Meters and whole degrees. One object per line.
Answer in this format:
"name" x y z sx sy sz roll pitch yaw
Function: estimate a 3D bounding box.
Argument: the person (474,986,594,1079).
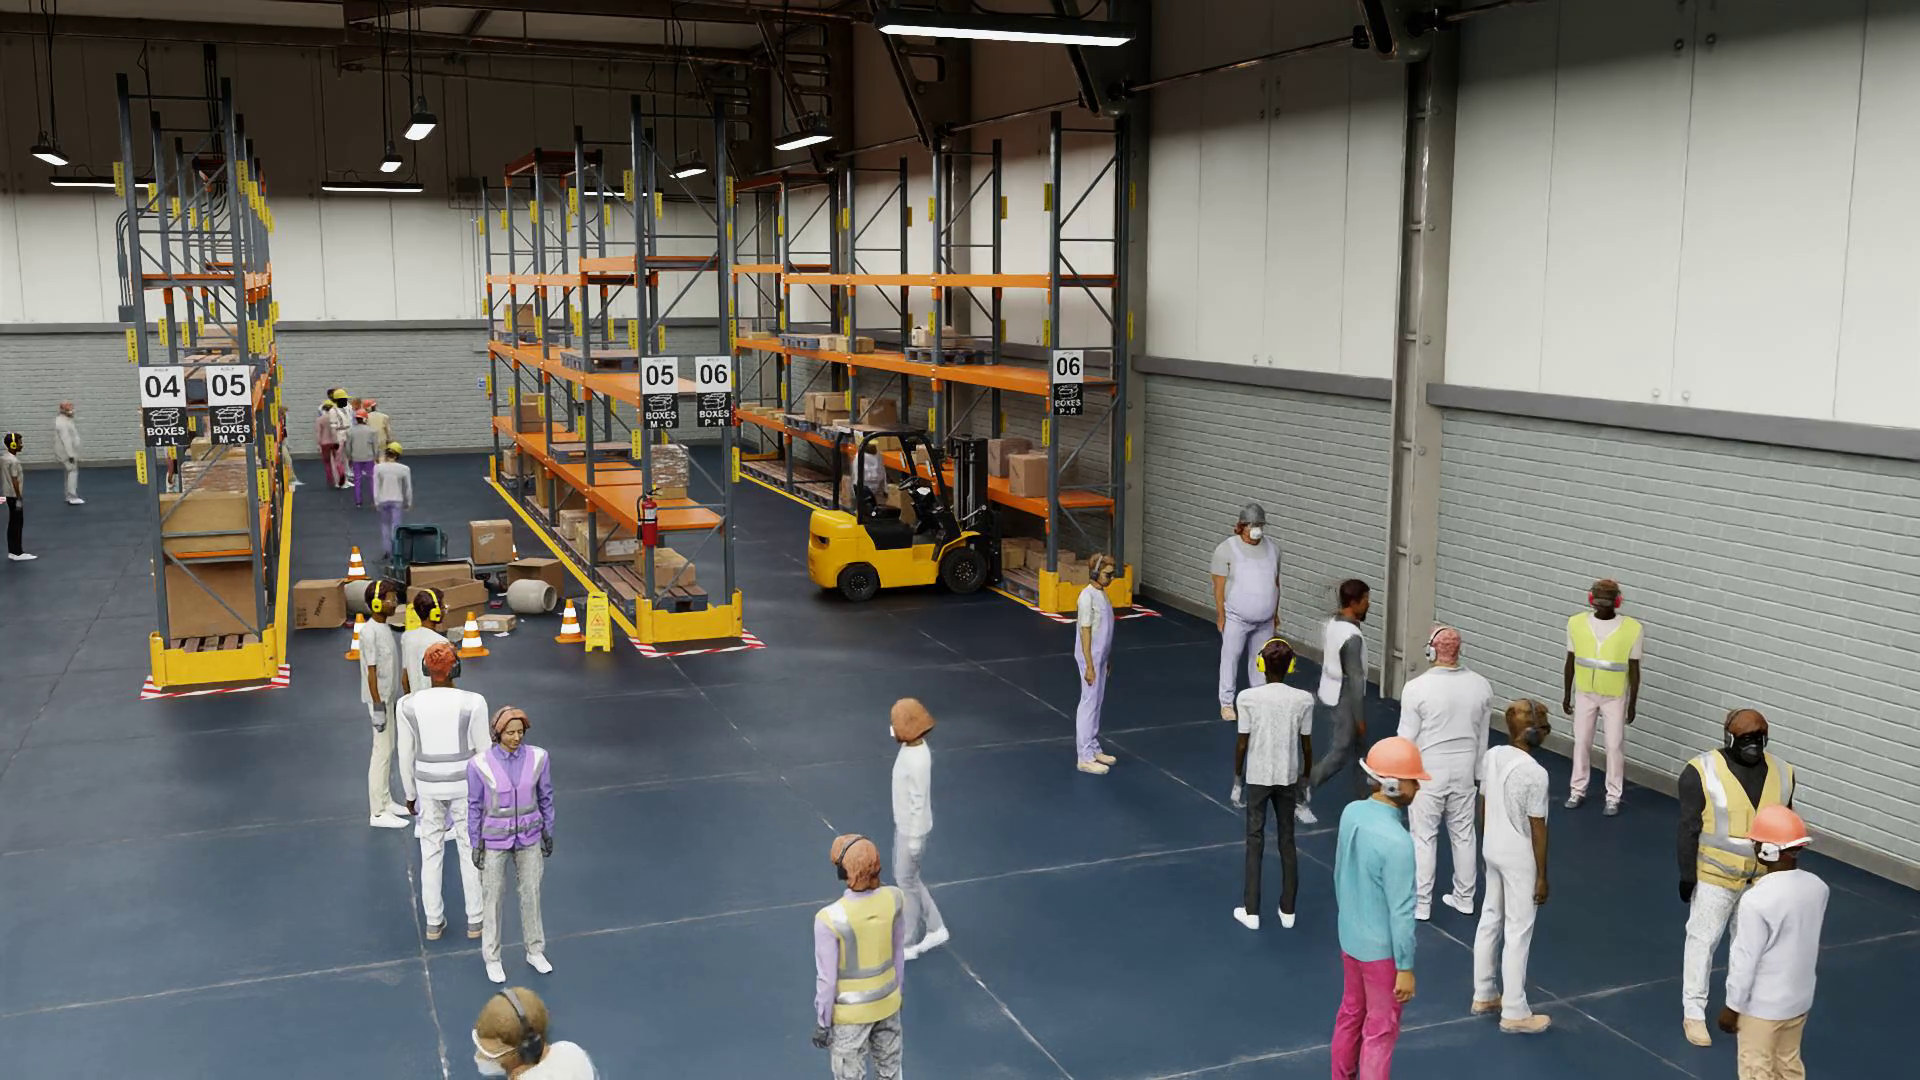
"person" -1.439 2.336 5.456 0.751 1.888 0.679 2 9 11

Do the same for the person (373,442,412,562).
"person" -8.225 -0.553 24.136 0.529 1.710 0.796 -2 9 -15

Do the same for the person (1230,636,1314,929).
"person" 1.974 1.538 10.542 0.504 1.864 0.321 -1 9 -4

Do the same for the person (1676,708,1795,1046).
"person" 4.167 1.801 8.937 0.632 1.843 0.429 0 9 -3

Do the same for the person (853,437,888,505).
"person" -1.336 -0.743 25.023 0.601 1.817 0.629 8 12 40

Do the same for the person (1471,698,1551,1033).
"person" 3.042 1.770 9.126 0.326 1.842 0.517 -3 10 -19

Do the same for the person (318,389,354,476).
"person" -12.641 -2.153 33.733 0.625 1.879 0.785 -2 9 -11

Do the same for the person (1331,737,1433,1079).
"person" 1.985 1.898 7.849 0.393 1.990 0.616 -2 9 -13

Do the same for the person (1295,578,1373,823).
"person" 2.878 1.215 12.494 0.863 1.890 0.603 0 9 2

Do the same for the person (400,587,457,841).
"person" -3.848 1.272 12.176 0.520 1.871 0.326 5 10 30

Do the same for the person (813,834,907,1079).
"person" -0.446 2.129 7.503 0.515 1.641 0.314 -8 12 -42

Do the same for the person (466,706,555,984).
"person" -2.634 1.773 9.777 0.514 1.634 0.313 -6 11 -32

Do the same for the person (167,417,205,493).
"person" -12.437 -1.115 26.730 0.407 2.029 0.609 7 11 37

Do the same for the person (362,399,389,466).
"person" -11.581 -1.944 32.891 0.603 1.706 0.395 -6 11 -34

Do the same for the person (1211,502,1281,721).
"person" 2.709 0.663 15.474 0.682 2.000 0.537 -3 9 -17

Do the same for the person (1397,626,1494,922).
"person" 3.087 1.495 10.718 0.640 1.897 0.395 -3 9 -17

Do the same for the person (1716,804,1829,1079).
"person" 3.688 2.062 7.596 0.565 1.747 0.346 -6 11 -33

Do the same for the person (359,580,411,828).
"person" -4.324 1.220 12.515 0.315 1.866 0.533 -1 9 -9

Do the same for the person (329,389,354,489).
"person" -12.038 -1.971 32.398 0.355 1.930 0.587 1 9 7

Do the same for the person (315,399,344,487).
"person" -12.238 -1.874 32.379 0.534 1.739 0.598 -6 11 -33

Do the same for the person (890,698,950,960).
"person" -0.282 1.742 9.994 0.447 1.625 0.511 -1 9 -9

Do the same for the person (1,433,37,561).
"person" -13.719 -0.627 24.177 0.331 1.862 0.500 -9 12 -43

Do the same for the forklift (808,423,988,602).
"forklift" -0.830 -0.399 21.676 2.313 2.155 1.214 -4 10 -21

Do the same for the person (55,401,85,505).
"person" -16.141 -1.586 30.132 0.413 1.886 0.701 -5 10 -27

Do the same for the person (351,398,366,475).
"person" -12.364 -2.130 34.366 0.396 1.616 0.533 -3 9 -16

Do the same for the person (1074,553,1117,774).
"person" 1.139 1.016 13.885 0.346 1.840 0.505 3 10 19

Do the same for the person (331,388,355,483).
"person" -12.425 -2.095 33.329 0.352 1.883 0.576 8 12 43

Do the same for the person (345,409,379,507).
"person" -10.700 -1.473 29.829 0.566 1.748 0.338 -1 9 -7

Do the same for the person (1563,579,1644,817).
"person" 4.926 1.195 12.781 0.560 1.837 0.387 6 11 34

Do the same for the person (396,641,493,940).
"person" -3.181 1.556 10.351 0.576 1.882 0.355 -1 9 -4
